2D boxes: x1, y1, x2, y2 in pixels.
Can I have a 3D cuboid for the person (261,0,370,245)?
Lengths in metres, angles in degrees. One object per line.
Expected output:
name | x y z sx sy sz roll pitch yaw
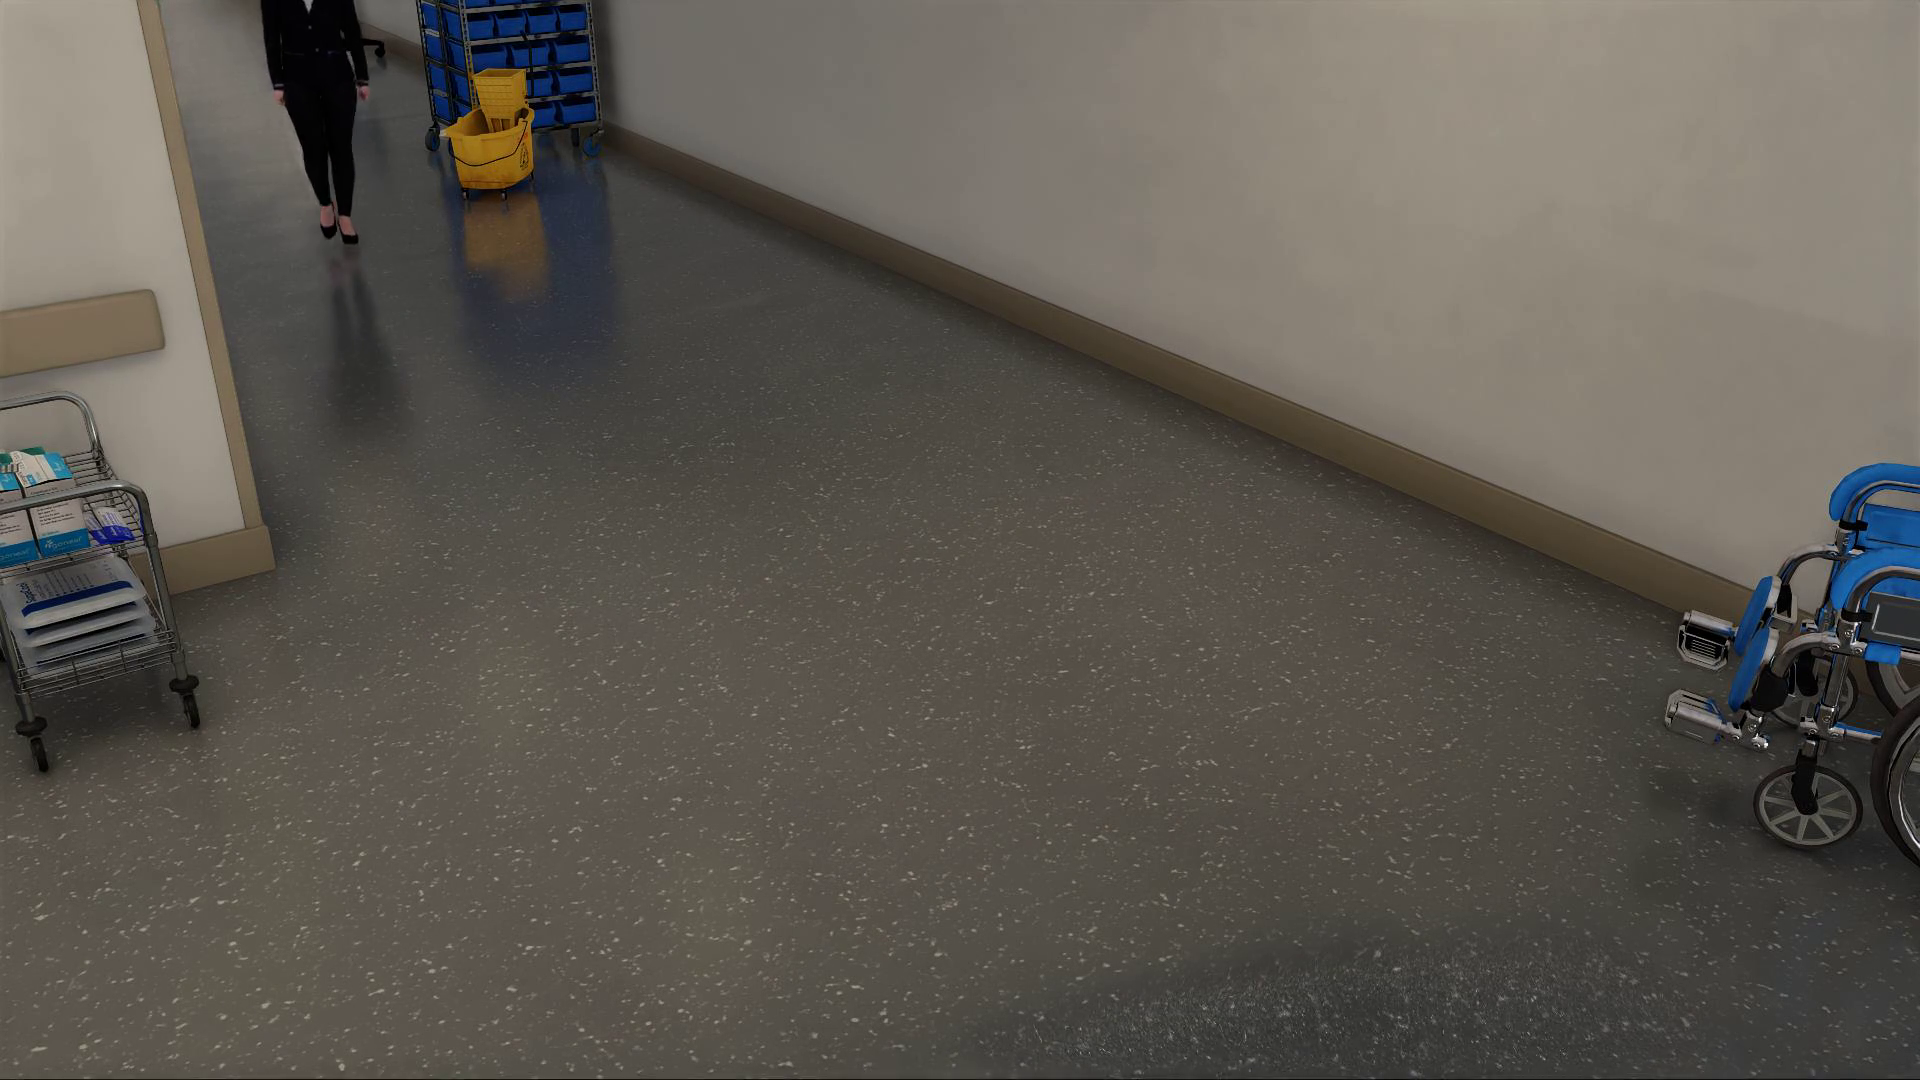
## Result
person | -3.383 -2.387 8.759 0.563 1.673 0.721 -12 28 -24
